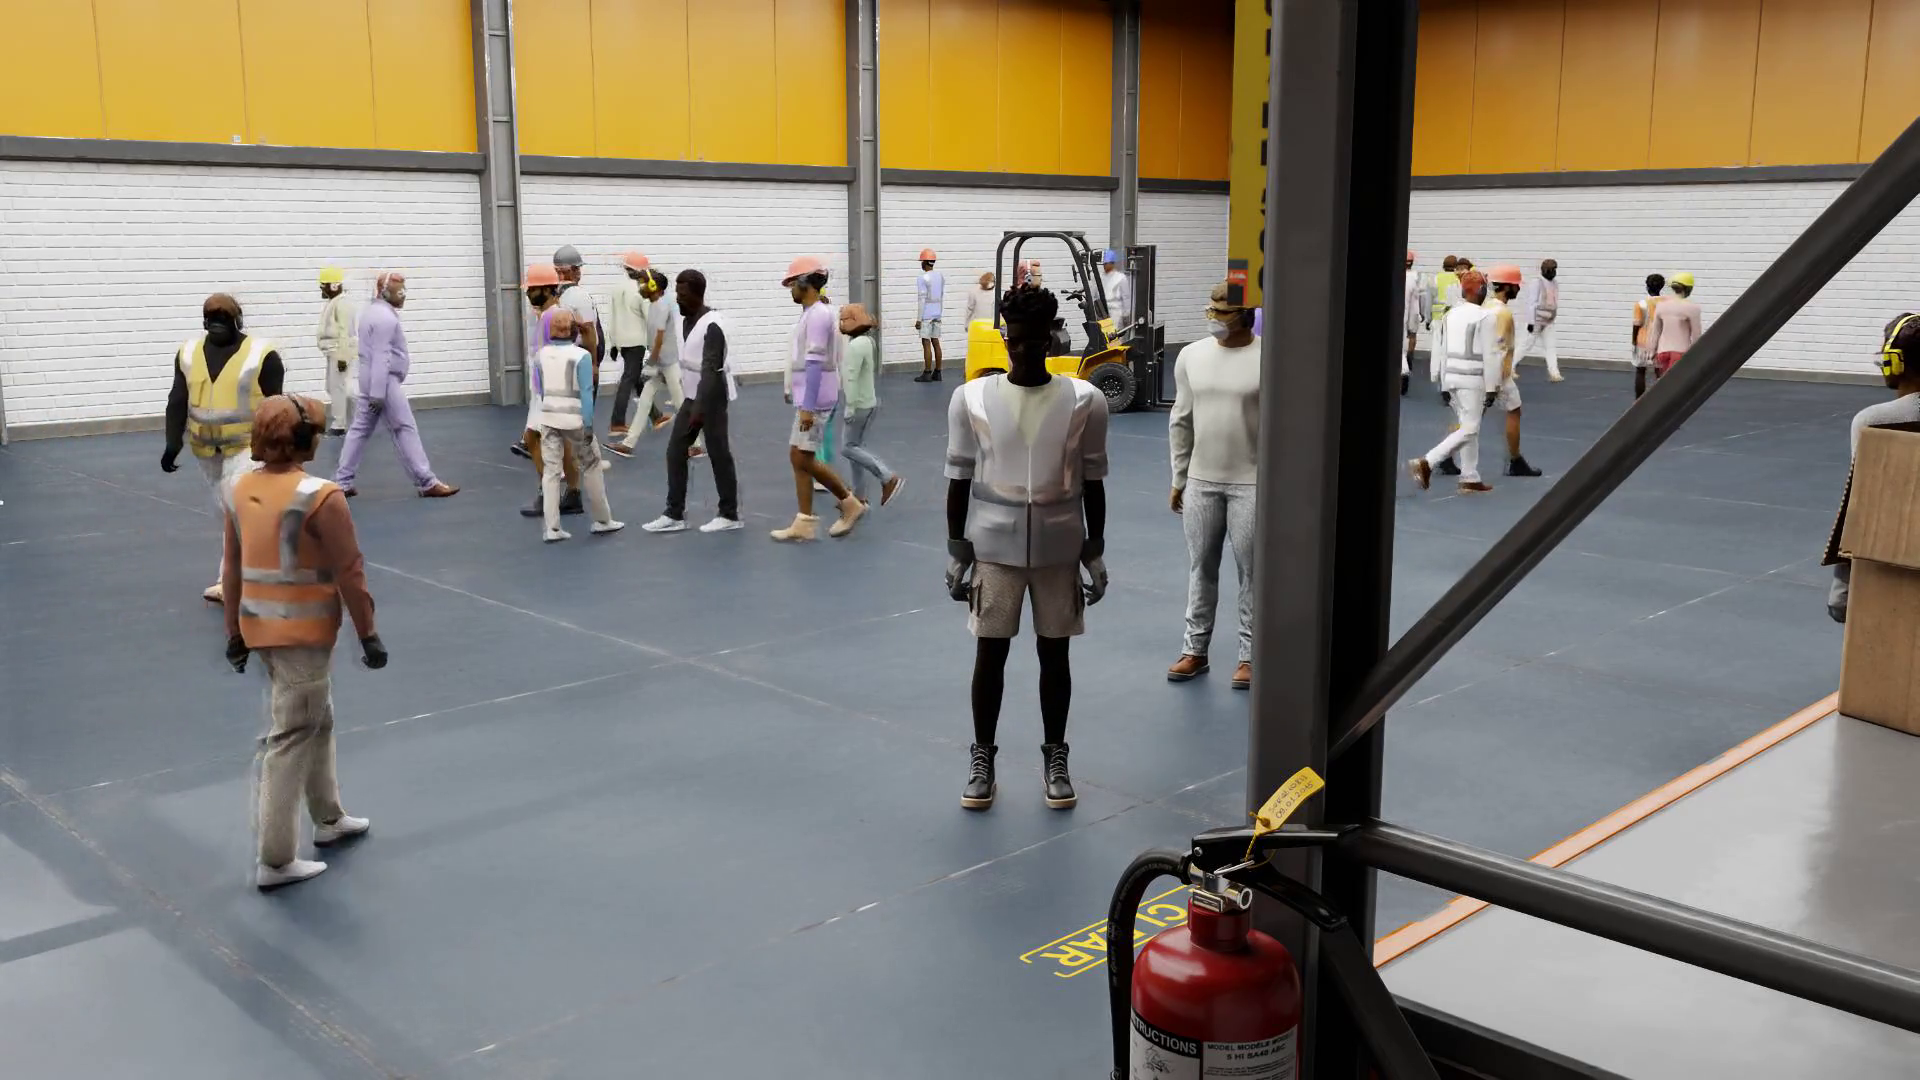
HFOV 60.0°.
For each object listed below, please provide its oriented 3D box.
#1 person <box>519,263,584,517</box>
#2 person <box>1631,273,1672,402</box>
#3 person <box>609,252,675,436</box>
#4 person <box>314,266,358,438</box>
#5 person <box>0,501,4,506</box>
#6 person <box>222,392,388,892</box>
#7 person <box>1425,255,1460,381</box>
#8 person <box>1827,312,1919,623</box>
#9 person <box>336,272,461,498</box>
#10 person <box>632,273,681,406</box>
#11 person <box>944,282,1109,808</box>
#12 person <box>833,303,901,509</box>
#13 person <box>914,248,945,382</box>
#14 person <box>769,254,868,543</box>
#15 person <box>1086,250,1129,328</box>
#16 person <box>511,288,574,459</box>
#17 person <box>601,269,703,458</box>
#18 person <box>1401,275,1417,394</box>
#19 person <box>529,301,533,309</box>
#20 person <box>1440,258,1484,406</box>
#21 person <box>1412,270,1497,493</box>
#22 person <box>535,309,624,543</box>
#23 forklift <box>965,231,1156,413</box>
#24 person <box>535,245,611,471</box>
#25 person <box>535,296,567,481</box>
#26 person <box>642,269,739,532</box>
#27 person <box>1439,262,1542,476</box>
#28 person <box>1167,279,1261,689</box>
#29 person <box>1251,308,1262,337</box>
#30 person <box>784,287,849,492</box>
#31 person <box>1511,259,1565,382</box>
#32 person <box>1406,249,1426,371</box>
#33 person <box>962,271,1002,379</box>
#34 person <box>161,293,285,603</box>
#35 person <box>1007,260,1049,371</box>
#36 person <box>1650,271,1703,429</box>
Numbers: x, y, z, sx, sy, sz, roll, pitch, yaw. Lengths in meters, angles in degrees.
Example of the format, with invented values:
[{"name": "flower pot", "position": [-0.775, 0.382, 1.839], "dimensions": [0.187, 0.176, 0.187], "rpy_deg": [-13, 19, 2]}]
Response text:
[{"name": "person", "position": [-3.171, -1.127, 12.610], "dimensions": [0.623, 1.917, 0.586], "rpy_deg": [-3, 11, -14]}, {"name": "person", "position": [8.356, -2.370, 20.036], "dimensions": [0.543, 1.681, 0.588], "rpy_deg": [1, 10, 4]}, {"name": "person", "position": [-3.435, -2.115, 17.937], "dimensions": [0.645, 1.937, 1.007], "rpy_deg": [10, 14, 44]}, {"name": "person", "position": [-6.536, -1.987, 17.604], "dimensions": [0.549, 1.815, 0.595], "rpy_deg": [-6, 12, -29]}, {"name": "person", "position": [-8.012, -1.157, 12.841], "dimensions": [0.844, 1.903, 0.587], "rpy_deg": [-6, 12, -32]}, {"name": "person", "position": [-2.149, 0.320, 5.560], "dimensions": [0.513, 1.614, 0.698], "rpy_deg": [6, 12, 31]}, {"name": "person", "position": [7.127, -3.225, 24.280], "dimensions": [0.646, 1.841, 0.430], "rpy_deg": [4, 11, 23]}, {"name": "person", "position": [3.390, 0.119, 6.008], "dimensions": [0.505, 1.860, 0.320], "rpy_deg": [-2, 11, -10]}, {"name": "person", "position": [-4.659, -1.240, 13.478], "dimensions": [0.926, 1.841, 0.709], "rpy_deg": [-6, 12, -31]}, {"name": "person", "position": [-3.788, -2.470, 20.607], "dimensions": [0.807, 1.662, 0.553], "rpy_deg": [-6, 12, -29]}, {"name": "person", "position": [0.247, 0.033, 6.168], "dimensions": [0.614, 1.962, 0.365], "rpy_deg": [0, 10, 0]}, {"name": "person", "position": [-0.739, -1.022, 12.872], "dimensions": [0.453, 1.612, 0.517], "rpy_deg": [1, 10, 4]}, {"name": "person", "position": [-0.463, -3.267, 24.241], "dimensions": [0.356, 1.937, 0.552], "rpy_deg": [8, 13, 36]}, {"name": "person", "position": [-0.986, -0.963, 11.509], "dimensions": [0.635, 2.004, 0.672], "rpy_deg": [-2, 11, -11]}, {"name": "person", "position": [2.265, -3.490, 25.582], "dimensions": [0.602, 1.895, 1.017], "rpy_deg": [7, 13, 34]}, {"name": "person", "position": [-3.954, -1.671, 15.973], "dimensions": [0.593, 1.769, 0.976], "rpy_deg": [4, 11, 23]}, {"name": "person", "position": [-2.913, -1.647, 15.755], "dimensions": [1.008, 1.804, 0.532], "rpy_deg": [-6, 12, -28]}, {"name": "person", "position": [5.744, -2.847, 22.100], "dimensions": [0.653, 1.881, 0.723], "rpy_deg": [0, 10, -2]}, {"name": "person", "position": [-4.838, -2.339, 19.718], "dimensions": [0.484, 1.741, 0.306], "rpy_deg": [-1, 10, -6]}, {"name": "person", "position": [6.281, -2.593, 20.793], "dimensions": [0.546, 1.852, 0.415], "rpy_deg": [6, 12, 31]}, {"name": "person", "position": [4.091, -1.277, 13.639], "dimensions": [0.769, 1.864, 0.578], "rpy_deg": [-4, 11, -20]}, {"name": "person", "position": [-2.712, -0.811, 11.716], "dimensions": [0.541, 1.608, 0.733], "rpy_deg": [5, 12, 26]}, {"name": "forklift", "position": [1.222, -2.721, 20.561], "dimensions": [2.313, 2.155, 1.214], "rpy_deg": [2, 11, 13]}, {"name": "person", "position": [-3.500, -1.657, 15.179], "dimensions": [0.684, 2.000, 0.538], "rpy_deg": [8, 13, 37]}, {"name": "person", "position": [-3.525, -1.303, 14.385], "dimensions": [0.370, 1.633, 0.553], "rpy_deg": [-3, 11, -18]}, {"name": "person", "position": [-1.932, -0.965, 11.828], "dimensions": [0.830, 1.884, 0.589], "rpy_deg": [-8, 13, -36]}, {"name": "person", "position": [4.672, -1.494, 14.701], "dimensions": [0.953, 1.901, 0.552], "rpy_deg": [-1, 10, -5]}, {"name": "person", "position": [1.281, -0.264, 7.873], "dimensions": [0.628, 1.936, 0.377], "rpy_deg": [6, 12, 30]}, {"name": "person", "position": [2.566, -1.543, 15.108], "dimensions": [0.626, 1.825, 0.577], "rpy_deg": [-8, 13, -36]}, {"name": "person", "position": [-1.223, -1.293, 14.013], "dimensions": [0.549, 1.742, 0.700], "rpy_deg": [-4, 11, -23]}, {"name": "person", "position": [8.482, -3.229, 24.458], "dimensions": [0.665, 1.796, 0.937], "rpy_deg": [-7, 13, -34]}, {"name": "person", "position": [7.005, -3.594, 26.088], "dimensions": [0.556, 1.917, 0.814], "rpy_deg": [3, 11, 17]}, {"name": "person", "position": [0.353, -3.168, 24.586], "dimensions": [0.537, 1.604, 0.404], "rpy_deg": [0, 10, -1]}, {"name": "person", "position": [-4.332, -0.548, 9.822], "dimensions": [0.637, 1.796, 0.954], "rpy_deg": [1, 10, 5]}, {"name": "person", "position": [0.629, -1.594, 15.203], "dimensions": [0.408, 1.908, 0.645], "rpy_deg": [-2, 11, -11]}, {"name": "person", "position": [7.795, -2.023, 17.973], "dimensions": [0.728, 1.734, 0.542], "rpy_deg": [-6, 12, -31]}]
